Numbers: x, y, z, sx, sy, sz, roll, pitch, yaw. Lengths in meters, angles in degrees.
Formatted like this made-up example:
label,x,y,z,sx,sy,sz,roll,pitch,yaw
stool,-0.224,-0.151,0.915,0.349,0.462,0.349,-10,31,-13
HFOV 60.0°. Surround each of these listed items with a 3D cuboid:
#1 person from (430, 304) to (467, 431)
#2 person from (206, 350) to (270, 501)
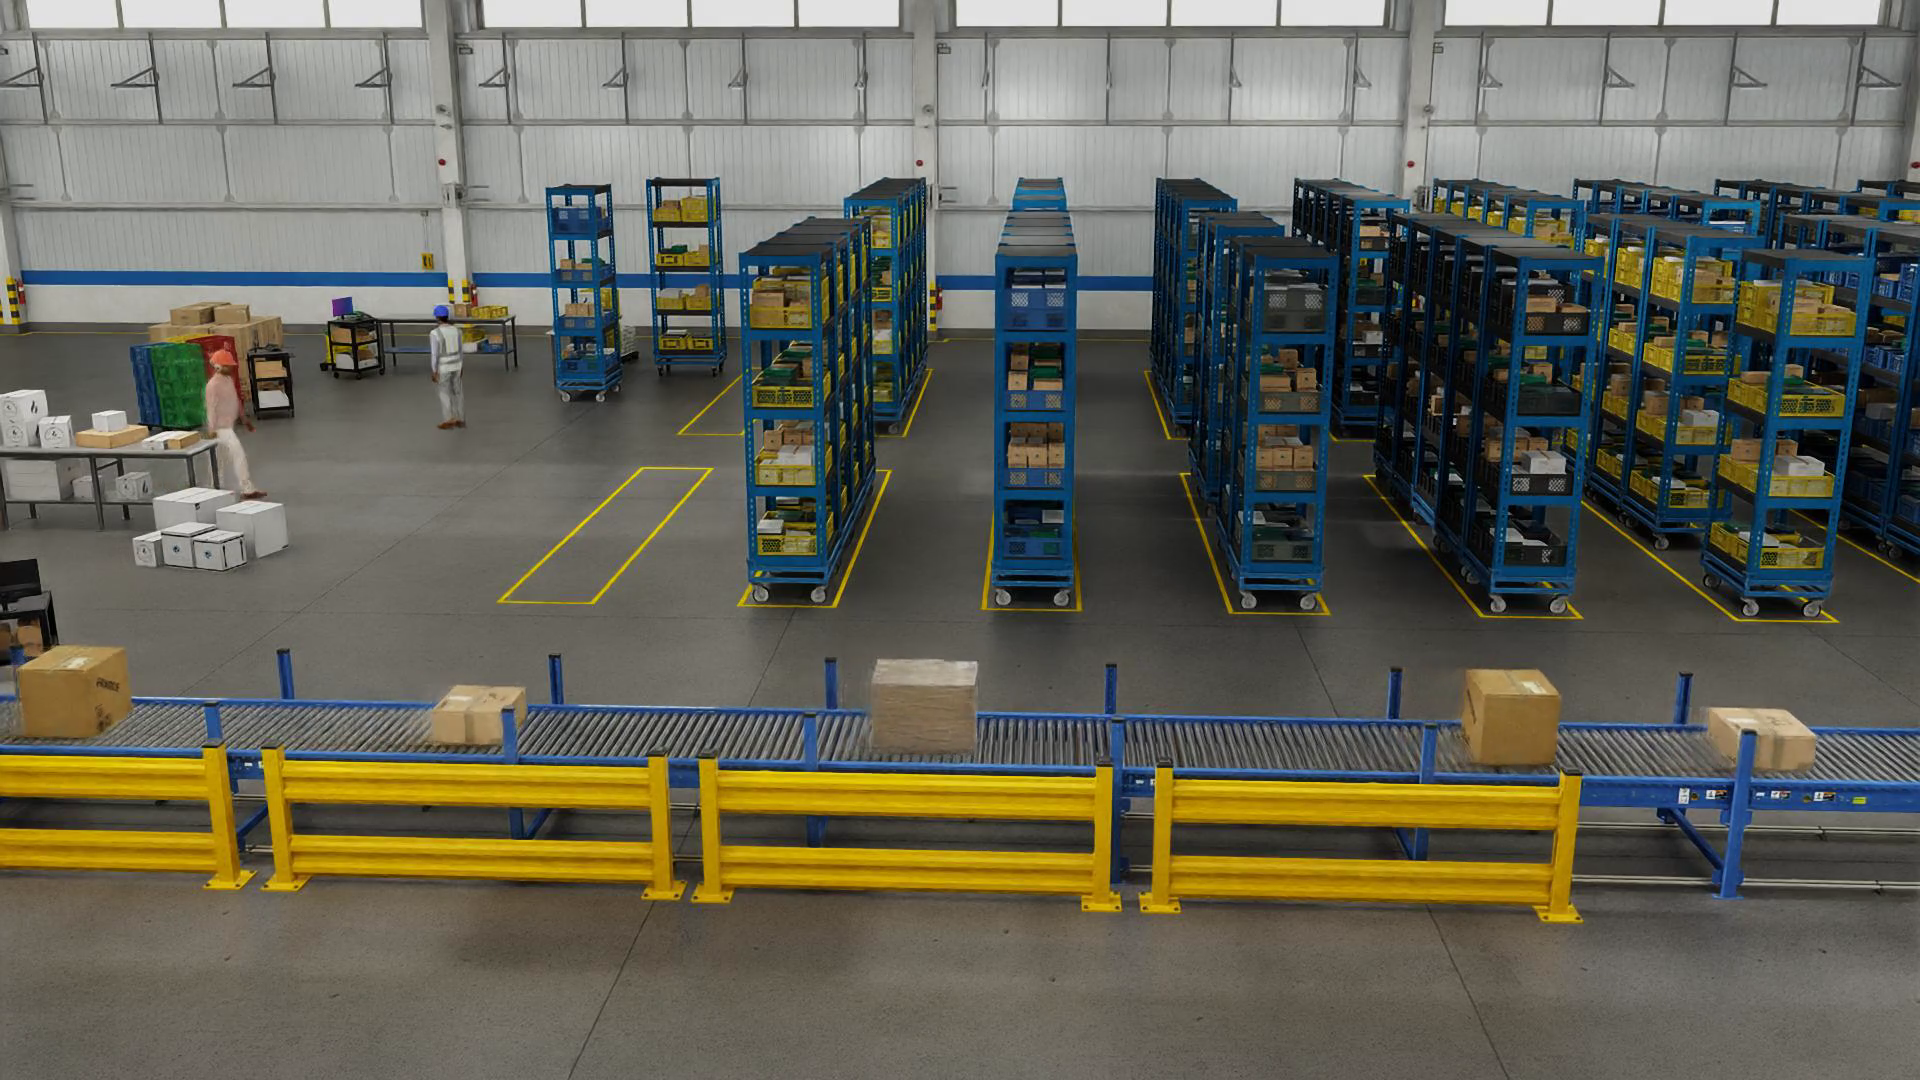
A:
label,x,y,z,sx,sy,sz,roll,pitch,yaw
person,-7.947,-2.672,25.768,0.404,1.945,0.615,9,17,30
person,-9.257,-1.453,21.232,0.883,1.954,0.612,-2,15,-7
